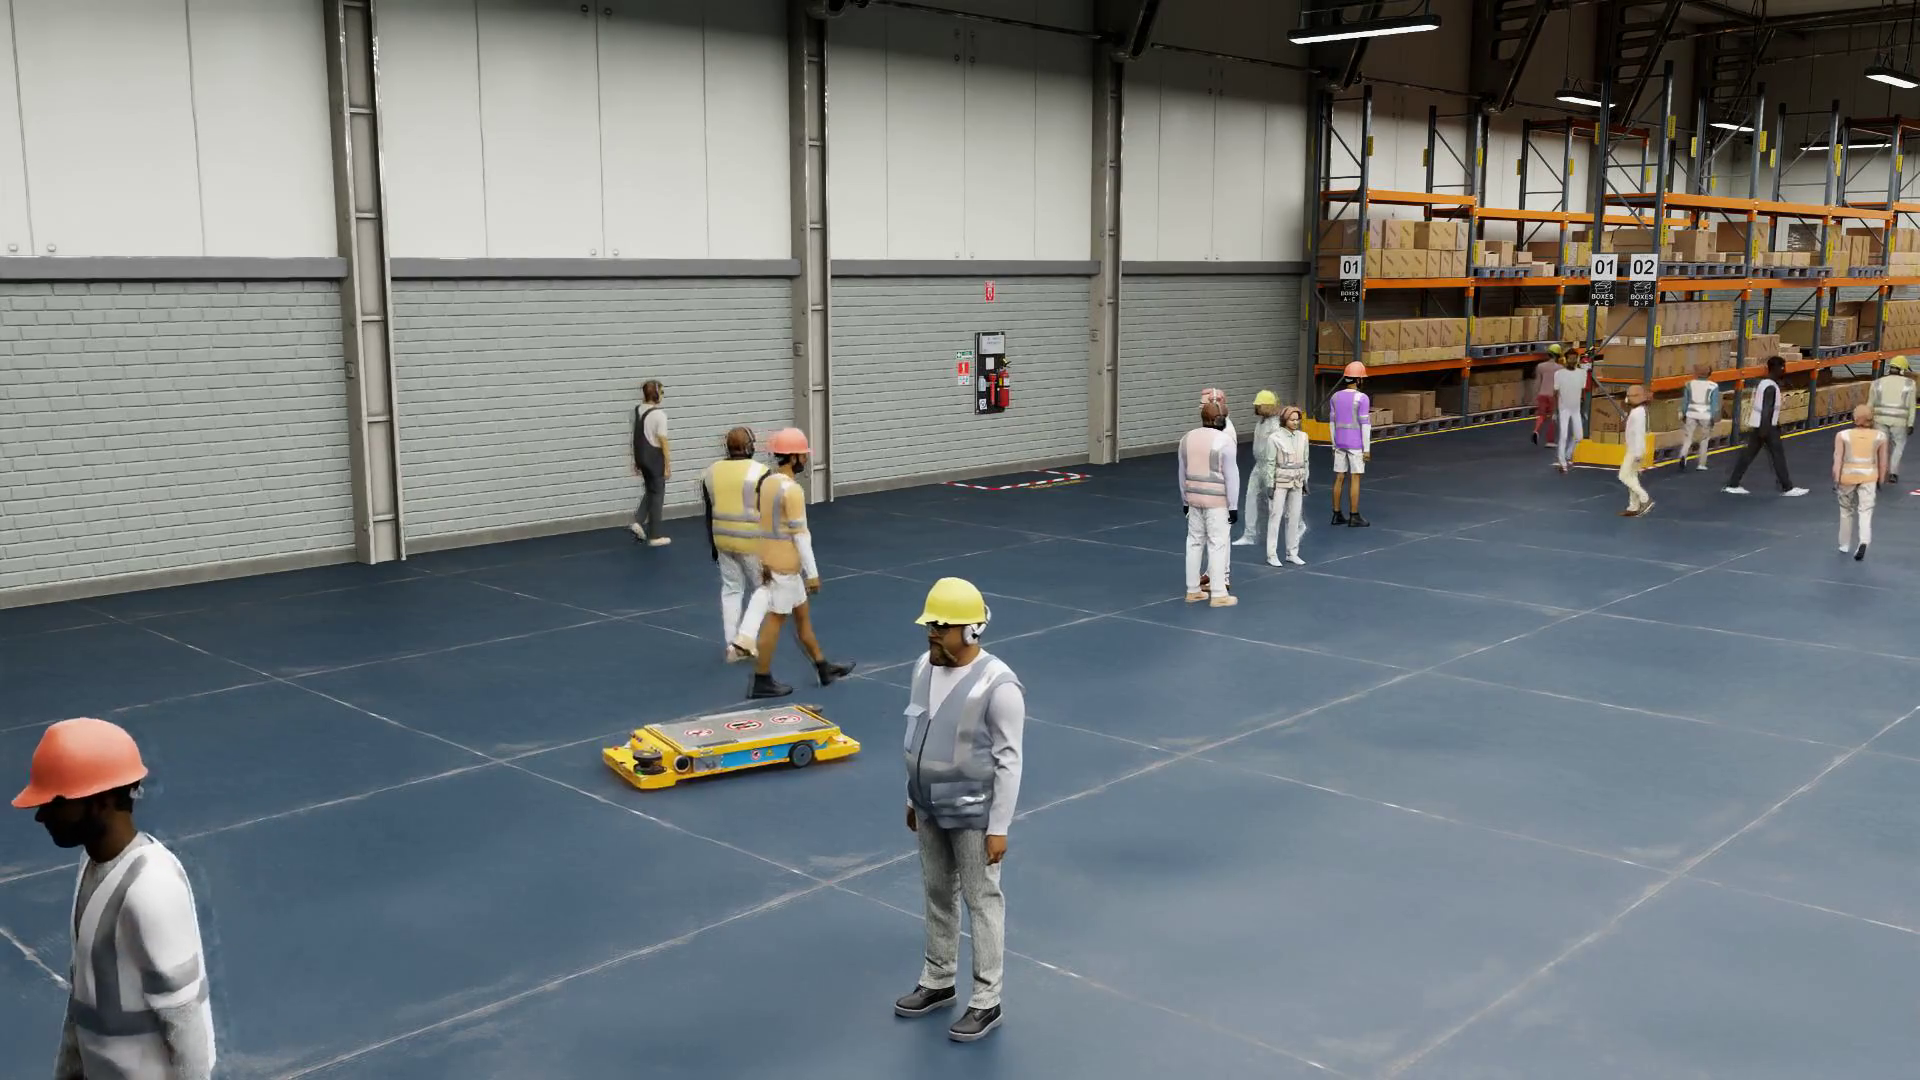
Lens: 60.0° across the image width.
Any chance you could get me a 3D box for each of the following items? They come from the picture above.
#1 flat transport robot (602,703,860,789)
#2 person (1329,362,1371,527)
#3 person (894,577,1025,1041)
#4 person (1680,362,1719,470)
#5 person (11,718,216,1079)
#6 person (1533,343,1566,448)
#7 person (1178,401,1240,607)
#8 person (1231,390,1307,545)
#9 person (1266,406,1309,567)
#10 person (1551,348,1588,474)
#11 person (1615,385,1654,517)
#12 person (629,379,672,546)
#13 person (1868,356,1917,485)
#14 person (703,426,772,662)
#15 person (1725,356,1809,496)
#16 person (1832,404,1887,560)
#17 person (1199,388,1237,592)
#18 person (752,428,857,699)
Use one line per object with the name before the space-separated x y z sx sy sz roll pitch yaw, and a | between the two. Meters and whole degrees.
flat transport robot | -1.393 1.240 10.176 1.431 0.197 0.652 -6 11 -31
person | 4.590 -1.118 19.479 0.358 1.936 0.552 -7 12 -37
person | -0.018 1.052 6.592 0.404 1.833 0.601 -9 13 -43
person | 10.985 -1.827 24.750 0.524 1.622 0.552 8 12 41
person | -2.234 1.397 4.258 0.917 1.896 0.577 -7 12 -36
person | 9.907 -2.421 27.961 0.448 1.756 0.540 -8 13 -42
person | 2.259 -0.327 14.958 0.429 1.839 0.633 -8 12 -41
person | 3.398 -0.781 18.131 0.791 1.719 0.496 -3 10 -15
person | 3.323 -0.542 16.909 0.516 1.635 0.312 -5 11 -28
person | 8.979 -1.893 24.463 0.557 1.854 0.391 0 9 0
person | 8.174 -1.071 20.169 0.375 1.623 0.502 4 10 22
person | -3.343 -0.833 18.075 0.541 1.829 0.423 7 12 38
person | 12.996 -1.667 23.210 0.621 1.805 0.588 7 12 37
person | -1.667 0.040 12.763 0.646 1.823 0.440 5 10 27
person | 10.746 -1.508 22.107 1.008 1.866 0.598 3 10 17
person | 9.409 -0.610 17.398 0.513 1.607 0.775 4 10 21
person | 2.365 -0.472 15.639 0.403 1.906 0.651 0 9 -2
person | -1.098 0.162 11.779 0.909 1.900 0.570 -4 10 -24
